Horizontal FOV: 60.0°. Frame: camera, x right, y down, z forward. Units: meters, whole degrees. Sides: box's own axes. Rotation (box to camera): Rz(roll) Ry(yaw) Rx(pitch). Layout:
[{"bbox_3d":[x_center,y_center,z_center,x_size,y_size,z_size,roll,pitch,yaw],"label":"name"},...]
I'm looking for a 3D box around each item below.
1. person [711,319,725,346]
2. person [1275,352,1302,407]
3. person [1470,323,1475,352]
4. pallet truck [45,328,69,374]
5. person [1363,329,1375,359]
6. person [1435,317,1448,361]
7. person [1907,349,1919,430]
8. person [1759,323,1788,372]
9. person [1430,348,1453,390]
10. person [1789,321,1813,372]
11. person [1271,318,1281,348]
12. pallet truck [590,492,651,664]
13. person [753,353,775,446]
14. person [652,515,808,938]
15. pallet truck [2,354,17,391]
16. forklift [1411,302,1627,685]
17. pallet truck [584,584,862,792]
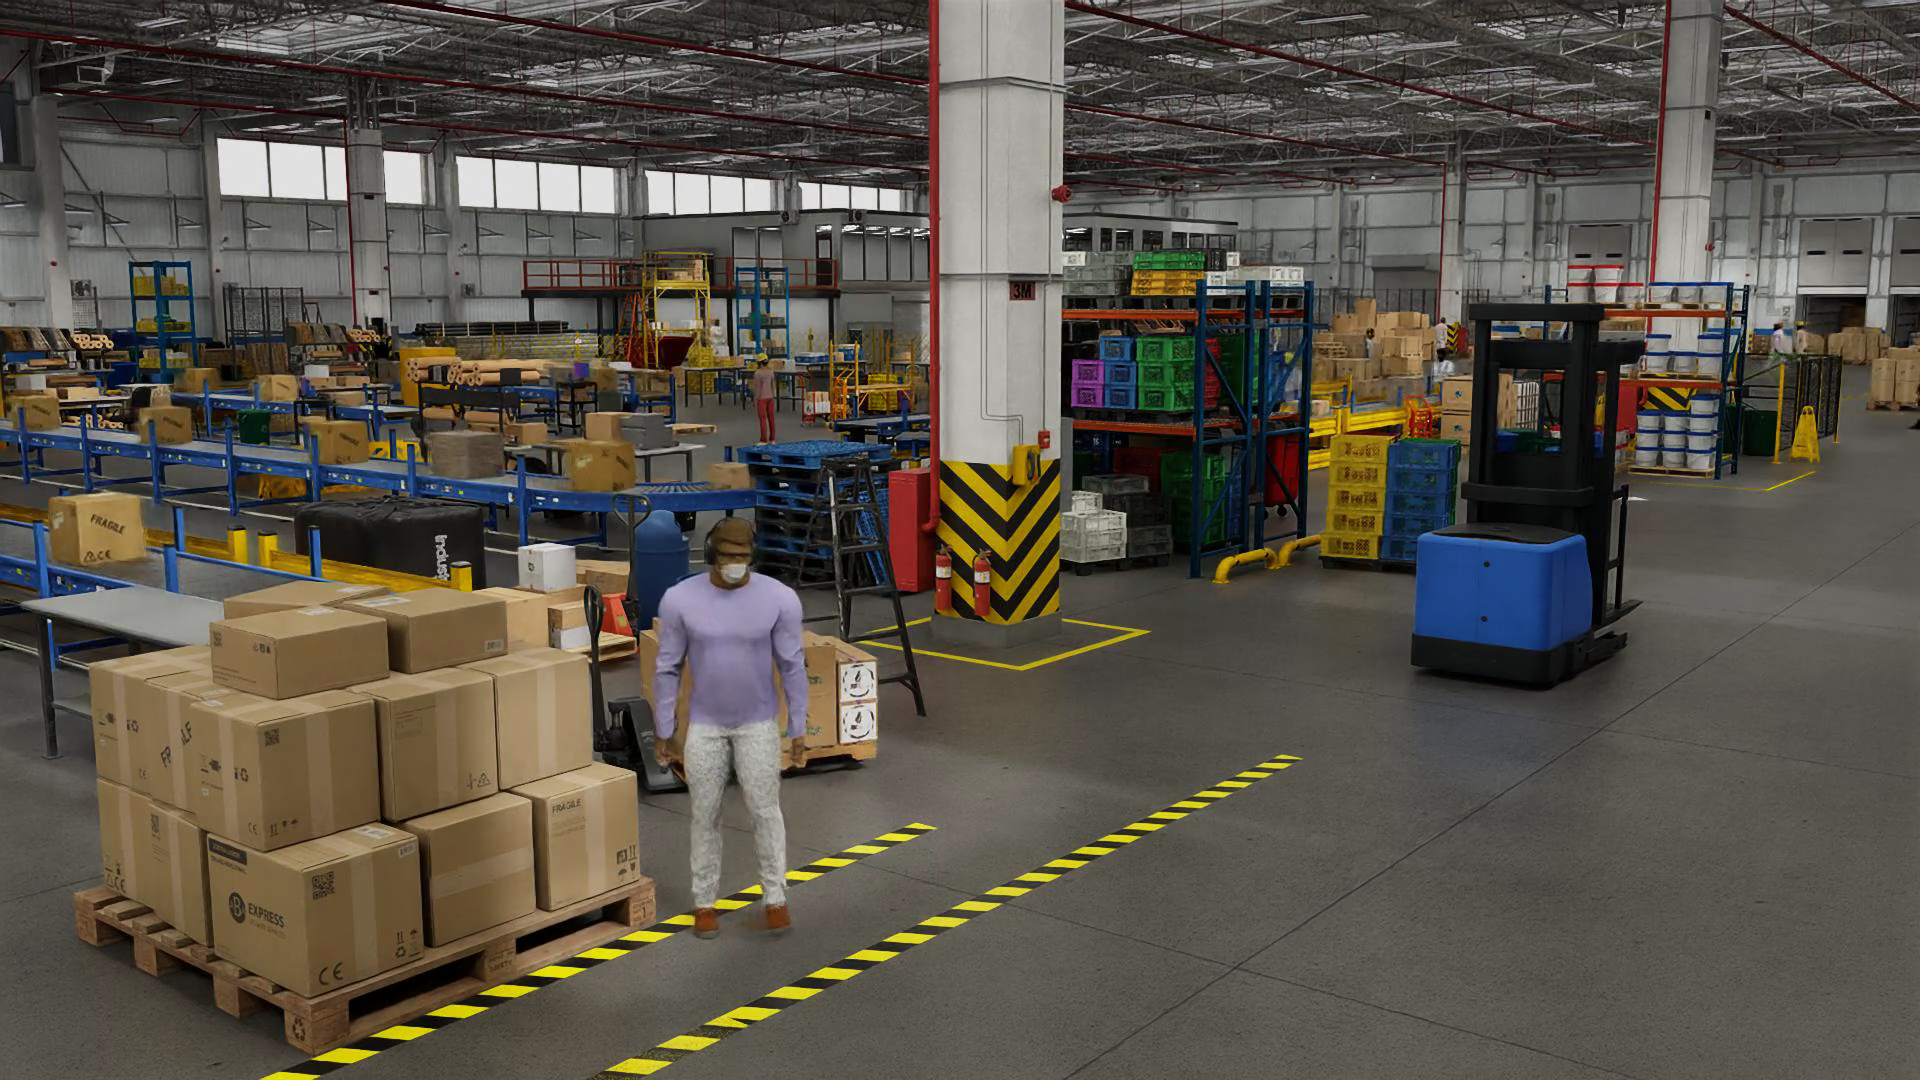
[{"bbox_3d":[-9.840,-8.110,68.012,0.894,1.848,0.611,7,11,38],"label":"person"},{"bbox_3d":[6.272,-2.684,31.637,0.588,1.808,0.778,7,11,38],"label":"person"},{"bbox_3d":[25.031,-9.997,80.608,1.039,1.887,0.605,8,12,44],"label":"person"},{"bbox_3d":[-23.775,-4.544,43.495,1.885,1.965,0.823,6,10,35],"label":"pallet truck"},{"bbox_3d":[12.006,-5.270,48.886,0.366,1.854,0.643,2,9,14],"label":"person"},{"bbox_3d":[19.570,-8.087,67.623,0.379,1.931,0.625,-4,10,-28],"label":"person"},{"bbox_3d":[20.701,-3.280,35.396,0.821,1.893,0.559,2,9,16],"label":"person"},{"bbox_3d":[30.079,-7.079,61.287,0.652,1.789,0.979,-7,11,-41],"label":"person"},{"bbox_3d":[10.942,-3.534,37.764,0.534,1.669,0.739,7,11,38],"label":"person"},{"bbox_3d":[30.949,-7.091,61.048,0.635,1.885,0.833,-7,11,-40],"label":"person"},{"bbox_3d":[13.862,-8.830,72.910,0.429,1.843,0.629,2,9,15],"label":"person"},{"bbox_3d":[-3.115,0.344,12.883,0.653,1.274,1.630,7,11,37],"label":"pallet truck"},{"bbox_3d":[-3.725,-2.660,31.569,0.316,1.769,0.523,7,11,37],"label":"person"},{"bbox_3d":[-1.031,0.836,7.477,0.691,1.928,0.390,0,8,-2],"label":"person"},{"bbox_3d":[-24.881,-4.417,42.634,1.885,1.965,0.823,8,11,41],"label":"pallet truck"},{"bbox_3d":[4.379,-0.438,12.852,1.129,2.768,1.873,7,11,37],"label":"forklift"},{"bbox_3d":[-1.426,0.805,10.019,1.601,1.201,0.680,-4,9,-26],"label":"pallet truck"}]
